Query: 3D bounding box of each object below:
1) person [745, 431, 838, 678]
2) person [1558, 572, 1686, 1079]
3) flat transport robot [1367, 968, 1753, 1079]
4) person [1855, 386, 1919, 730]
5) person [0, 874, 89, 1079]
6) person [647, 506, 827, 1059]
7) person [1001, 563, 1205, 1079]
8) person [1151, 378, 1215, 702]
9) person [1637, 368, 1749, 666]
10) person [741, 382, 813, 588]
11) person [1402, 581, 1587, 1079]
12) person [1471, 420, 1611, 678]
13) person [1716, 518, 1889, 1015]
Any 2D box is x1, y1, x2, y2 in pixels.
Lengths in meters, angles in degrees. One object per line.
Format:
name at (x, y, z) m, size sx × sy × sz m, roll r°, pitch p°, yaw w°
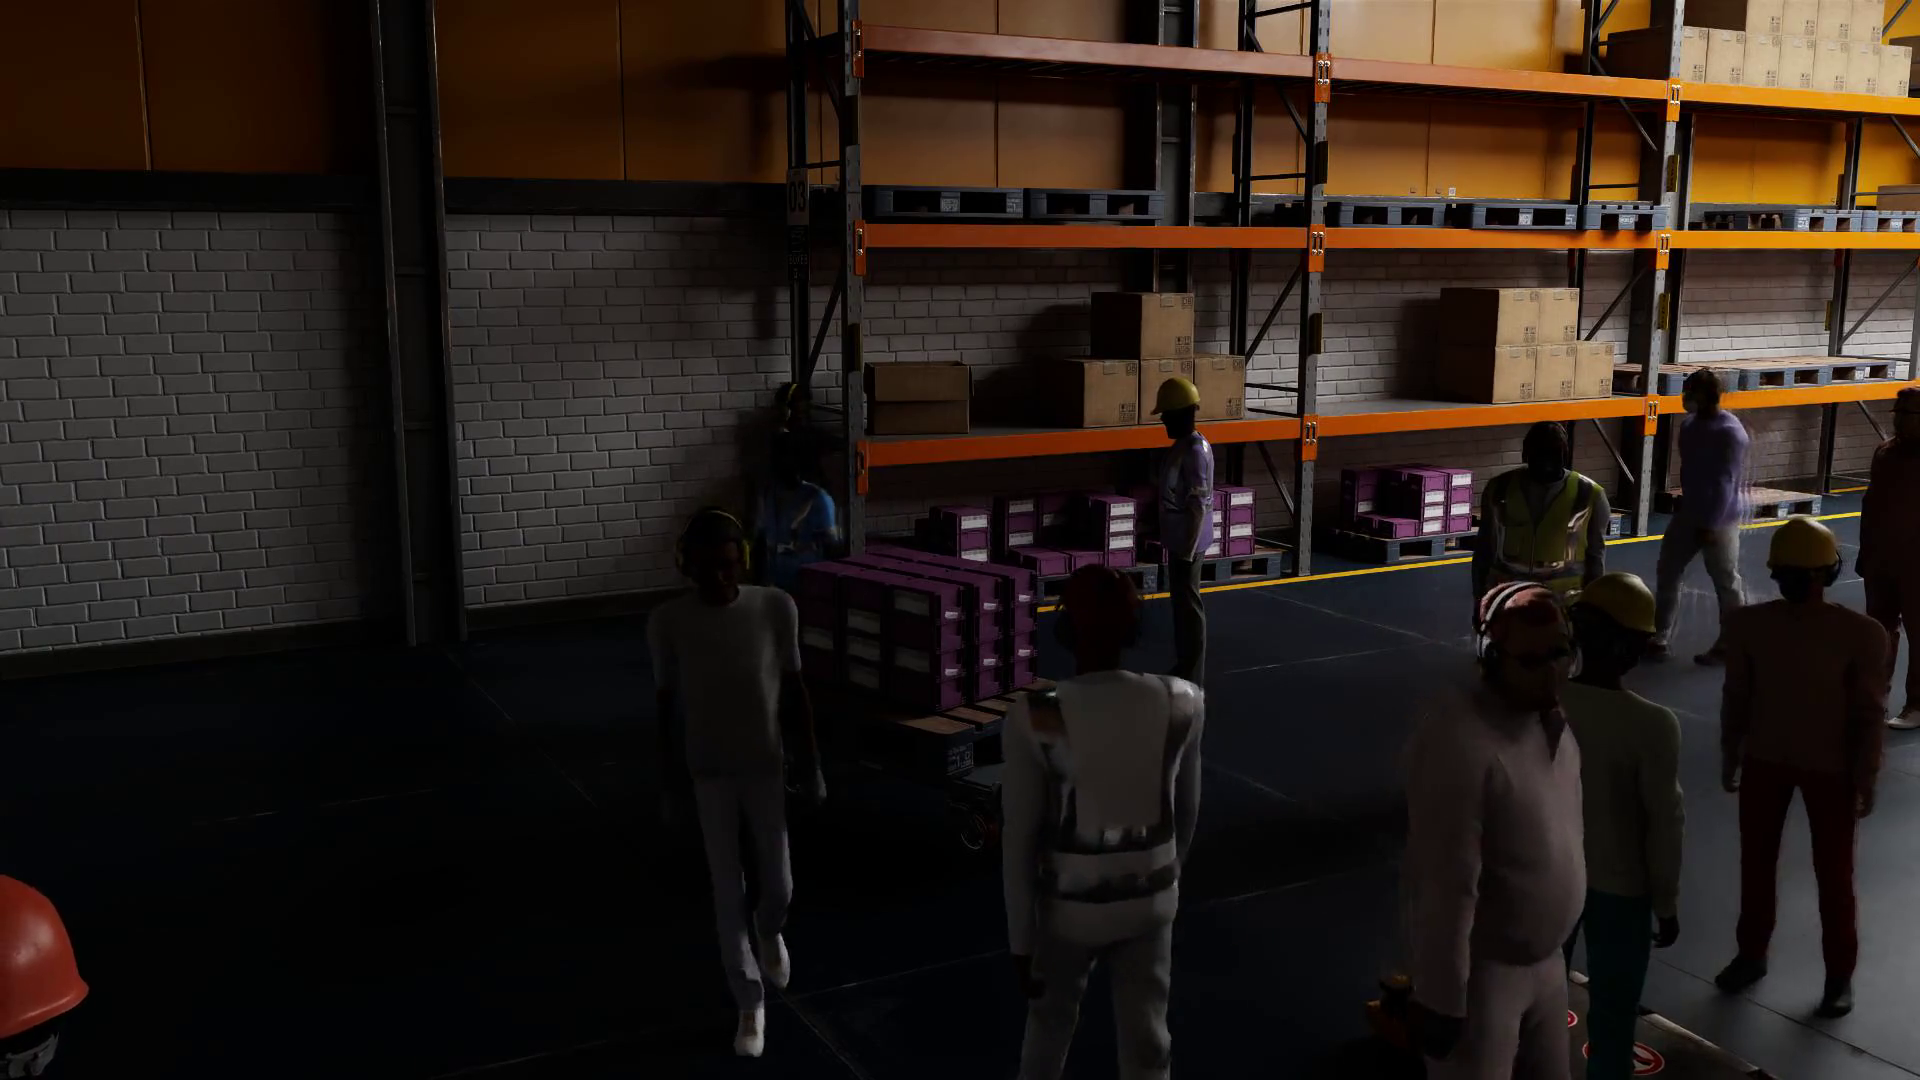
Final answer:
person at (-0.962, 0.237, 9.133) m, size 0.540 × 1.663 × 0.814 m, roll 9°, pitch 14°, yaw 43°
person at (1.800, 0.963, 4.718) m, size 0.330 × 1.760 × 0.522 m, roll -7°, pitch 12°, yaw -37°
flat transport robot at (1.959, 1.638, 5.103) m, size 0.652 × 0.197 × 1.431 m, roll -4°, pitch 11°, yaw -23°
person at (5.262, 0.095, 9.287) m, size 0.407 × 1.904 × 0.655 m, roll -3°, pitch 10°, yaw -15°
person at (-1.148, 1.333, 2.066) m, size 0.377 × 1.938 × 0.547 m, roll 2°, pitch 10°, yaw 11°
person at (-0.739, 0.774, 5.561) m, size 0.575 × 1.840 × 0.574 m, roll -1°, pitch 10°, yaw -9°
person at (0.367, 0.961, 4.501) m, size 0.582 × 1.824 × 1.008 m, roll -2°, pitch 10°, yaw -11°
person at (1.294, 0.008, 9.751) m, size 0.376 × 1.918 × 0.584 m, roll 0°, pitch 10°, yaw 0°
person at (4.639, -0.127, 10.549) m, size 0.867 × 1.902 × 0.651 m, roll -2°, pitch 10°, yaw -11°
person at (-1.178, -0.092, 10.590) m, size 0.499 × 1.823 × 0.544 m, roll -4°, pitch 11°, yaw -21°
person at (1.278, 1.008, 4.089) m, size 0.709 × 1.881 × 0.675 m, roll 9°, pitch 13°, yaw 41°
person at (2.809, 0.329, 8.130) m, size 0.625 × 1.841 × 0.429 m, roll 5°, pitch 11°, yaw 25°
person at (2.925, 0.783, 5.806) m, size 0.530 × 1.747 × 0.423 m, roll 9°, pitch 13°, yaw 41°
